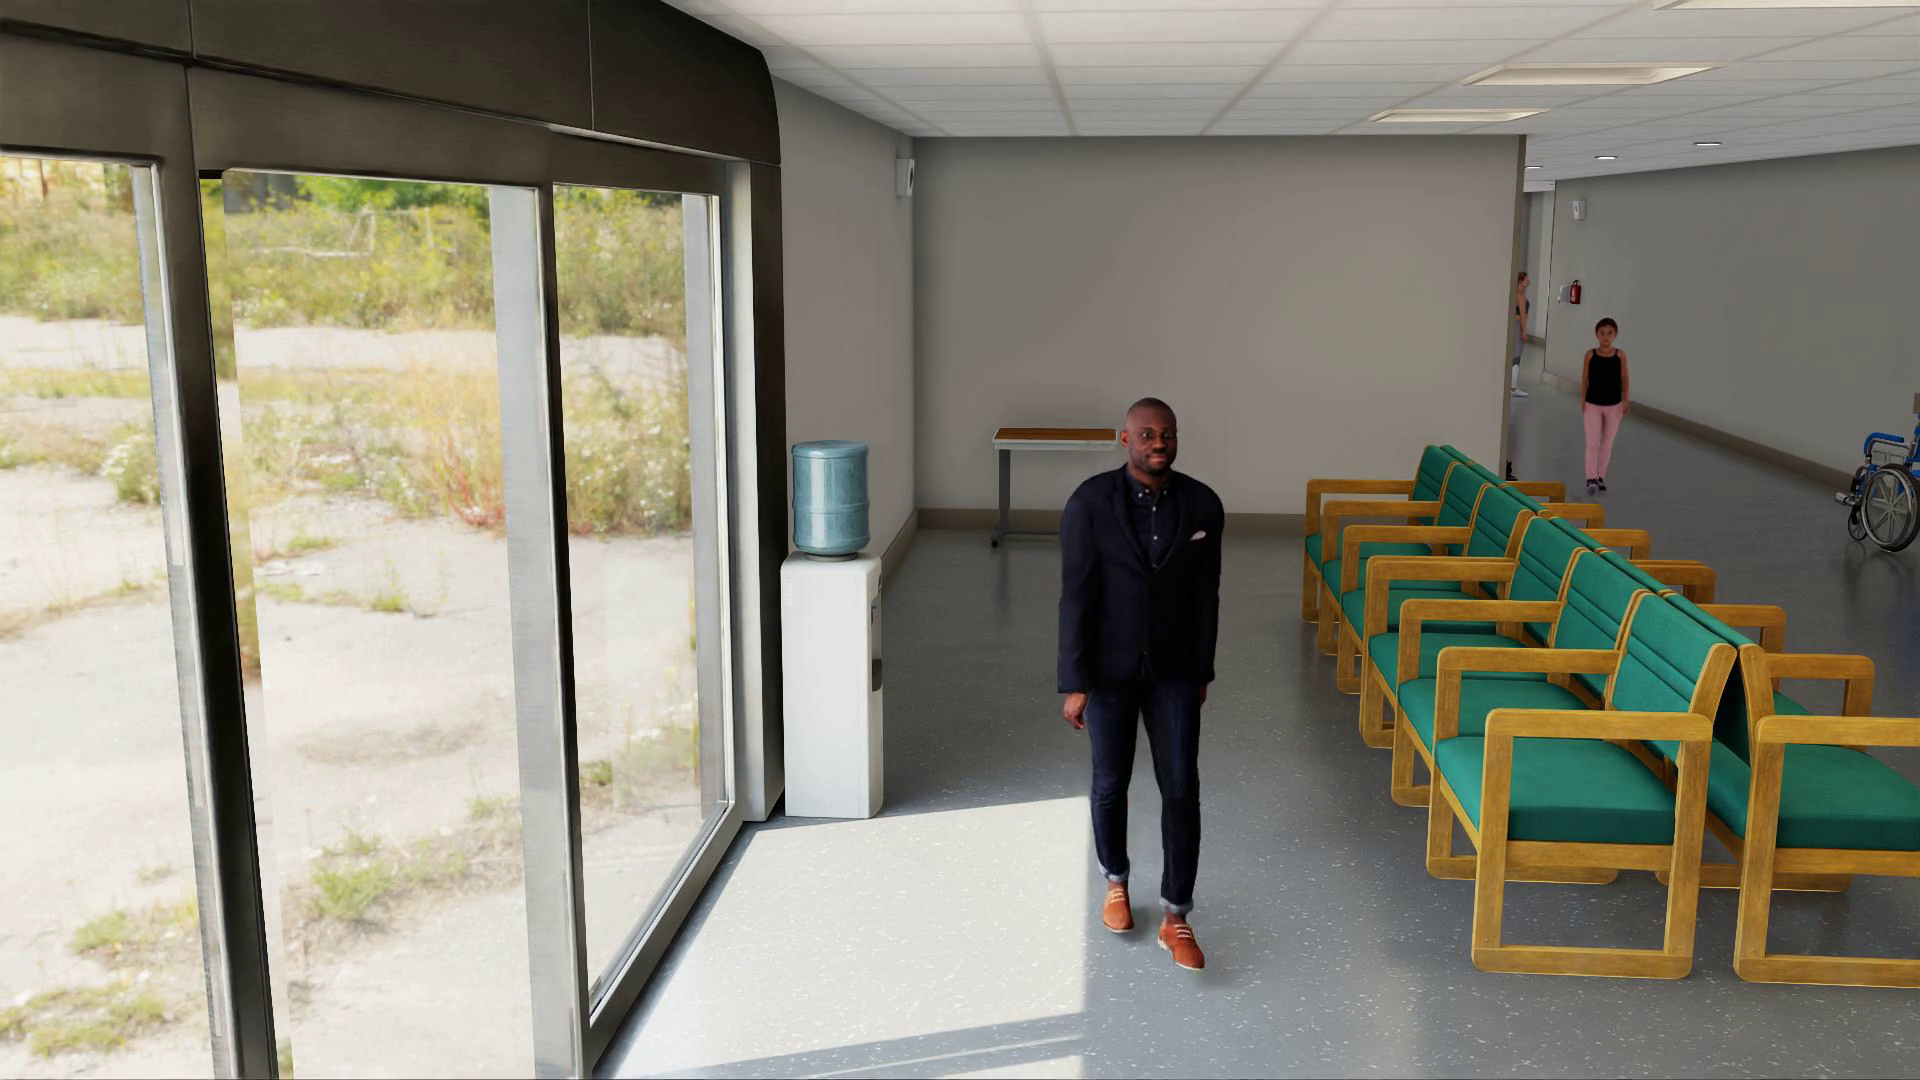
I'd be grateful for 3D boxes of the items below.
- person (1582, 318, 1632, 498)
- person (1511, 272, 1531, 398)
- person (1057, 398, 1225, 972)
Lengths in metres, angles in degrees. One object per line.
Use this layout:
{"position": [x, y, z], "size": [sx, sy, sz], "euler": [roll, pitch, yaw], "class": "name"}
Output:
{"position": [5.588, -1.136, 14.459], "size": [0.957, 1.523, 0.696], "euler": [2, 11, 13], "class": "person"}
{"position": [7.691, -2.851, 23.003], "size": [0.531, 1.707, 0.573], "euler": [0, 11, 0], "class": "person"}
{"position": [0.572, 0.431, 5.475], "size": [0.850, 1.794, 0.802], "euler": [0, 11, 0], "class": "person"}
